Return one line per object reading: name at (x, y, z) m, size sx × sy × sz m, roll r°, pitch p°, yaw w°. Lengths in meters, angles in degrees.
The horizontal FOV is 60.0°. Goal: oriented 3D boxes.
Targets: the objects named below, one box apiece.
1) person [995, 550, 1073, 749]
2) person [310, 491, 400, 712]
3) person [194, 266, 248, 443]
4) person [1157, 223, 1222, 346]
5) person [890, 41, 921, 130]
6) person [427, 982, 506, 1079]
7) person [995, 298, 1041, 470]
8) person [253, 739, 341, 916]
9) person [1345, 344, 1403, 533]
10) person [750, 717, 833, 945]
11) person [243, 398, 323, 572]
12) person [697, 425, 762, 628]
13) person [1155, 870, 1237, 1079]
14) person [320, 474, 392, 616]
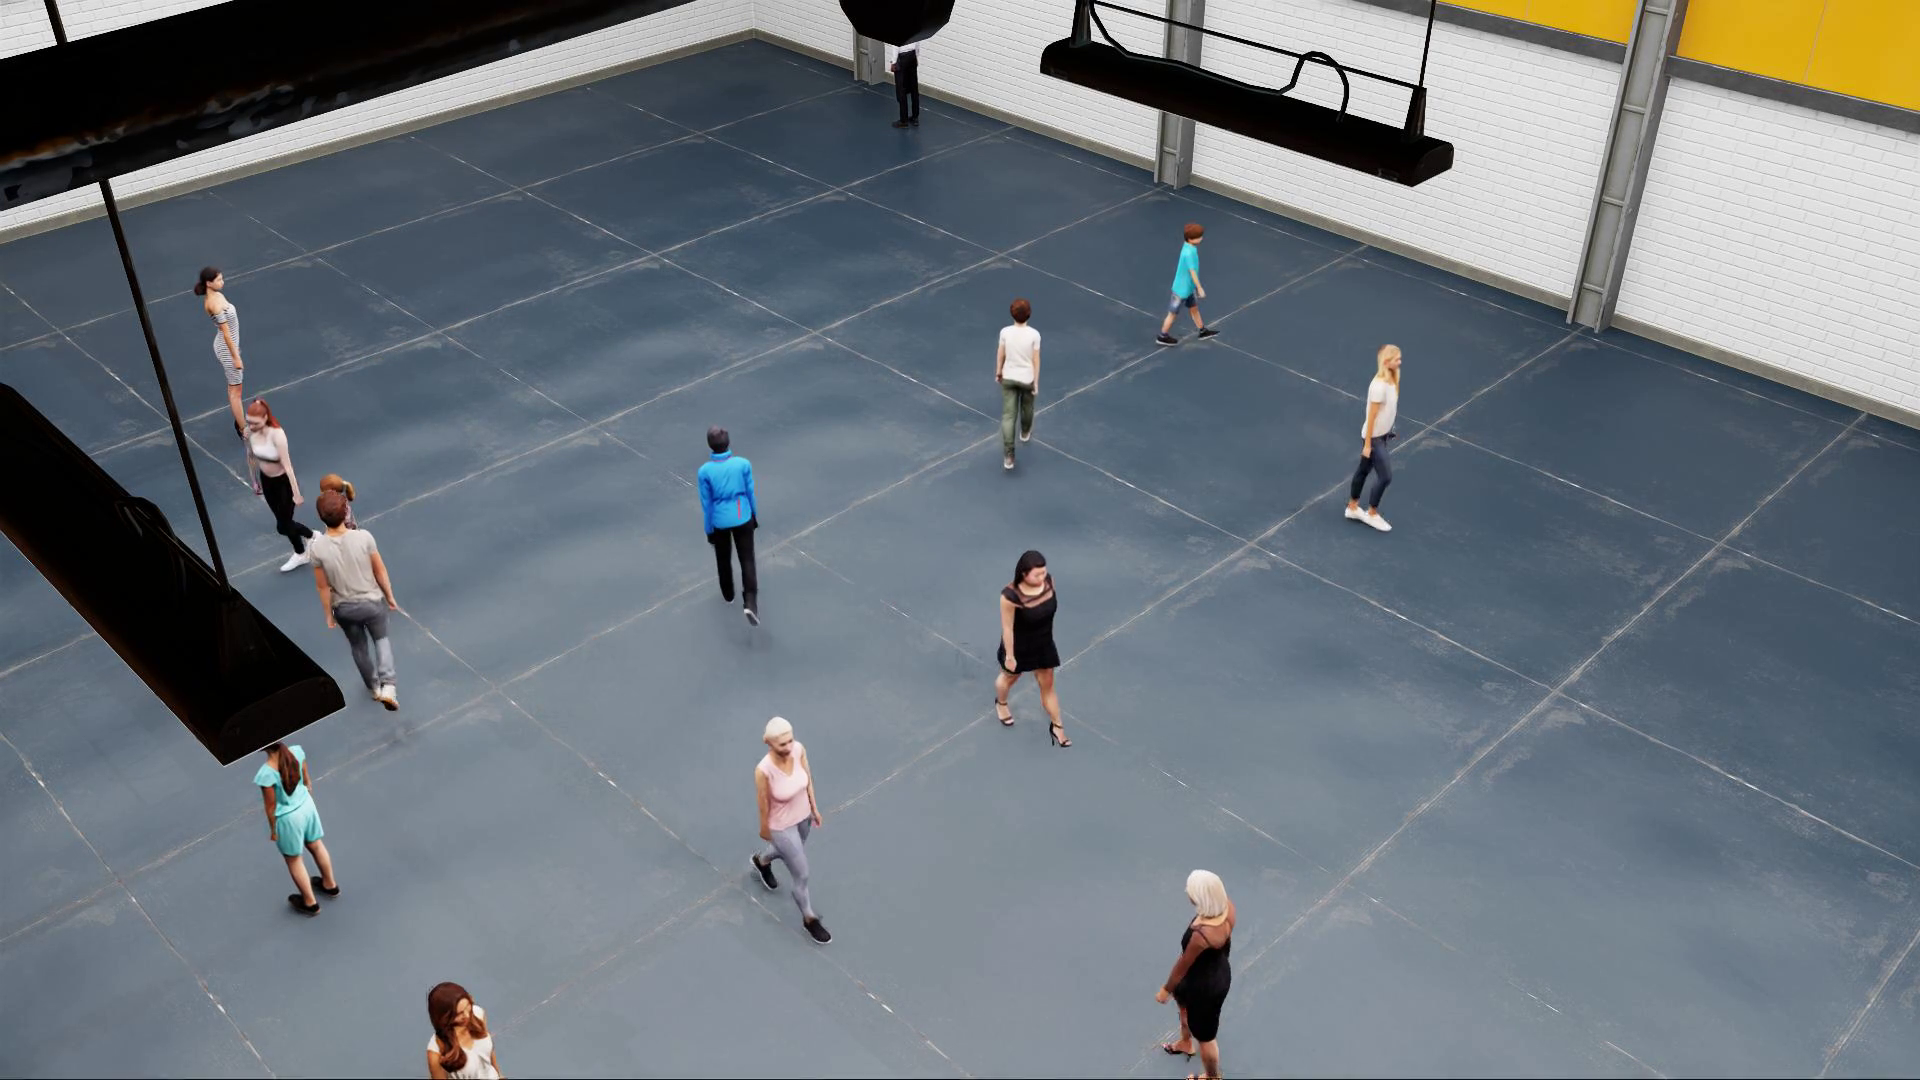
person at (0.433, 0.748, 12.420) m, size 0.769 × 1.683 × 1.032 m, roll -23°, pitch 40°, yaw -31°
person at (-4.542, 0.519, 12.584) m, size 0.905 × 1.882 × 1.089 m, roll -16°, pitch 37°, yaw -23°
person at (-7.100, -1.799, 16.125) m, size 0.727 × 1.824 × 0.593 m, roll -13°, pitch 36°, yaw -19°
person at (2.340, -2.734, 17.897) m, size 0.976 × 1.419 × 0.832 m, roll 5°, pitch 34°, yaw 7°
person at (-0.772, -6.781, 23.609) m, size 0.648 × 1.836 × 0.538 m, roll -26°, pitch 42°, yaw -33°
person at (-2.629, 3.009, 8.927) m, size 0.640 × 1.784 × 0.663 m, roll 14°, pitch 36°, yaw 20°
person at (0.536, -1.455, 15.800) m, size 1.135 × 1.610 × 1.106 m, roll 4°, pitch 34°, yaw 6°
person at (-4.386, 1.803, 10.945) m, size 0.609 × 1.558 × 0.605 m, roll 16°, pitch 37°, yaw 22°
person at (3.624, -0.942, 14.858) m, size 0.783 × 1.800 × 0.734 m, roll 14°, pitch 36°, yaw 21°
person at (-1.166, 1.784, 10.846) m, size 1.086 × 1.699 × 0.582 m, roll 26°, pitch 42°, yaw 34°
person at (-5.750, -0.490, 14.236) m, size 0.721 × 1.735 × 0.825 m, roll 20°, pitch 38°, yaw 27°
person at (-1.860, -0.103, 13.620) m, size 0.985 × 1.772 × 1.163 m, roll -8°, pitch 34°, yaw -11°
person at (1.488, 2.604, 9.591) m, size 0.751 × 1.724 × 0.671 m, roll 19°, pitch 38°, yaw 26°
person at (-5.071, -0.001, 13.895) m, size 0.756 × 1.297 × 0.763 m, roll -14°, pitch 36°, yaw -20°
